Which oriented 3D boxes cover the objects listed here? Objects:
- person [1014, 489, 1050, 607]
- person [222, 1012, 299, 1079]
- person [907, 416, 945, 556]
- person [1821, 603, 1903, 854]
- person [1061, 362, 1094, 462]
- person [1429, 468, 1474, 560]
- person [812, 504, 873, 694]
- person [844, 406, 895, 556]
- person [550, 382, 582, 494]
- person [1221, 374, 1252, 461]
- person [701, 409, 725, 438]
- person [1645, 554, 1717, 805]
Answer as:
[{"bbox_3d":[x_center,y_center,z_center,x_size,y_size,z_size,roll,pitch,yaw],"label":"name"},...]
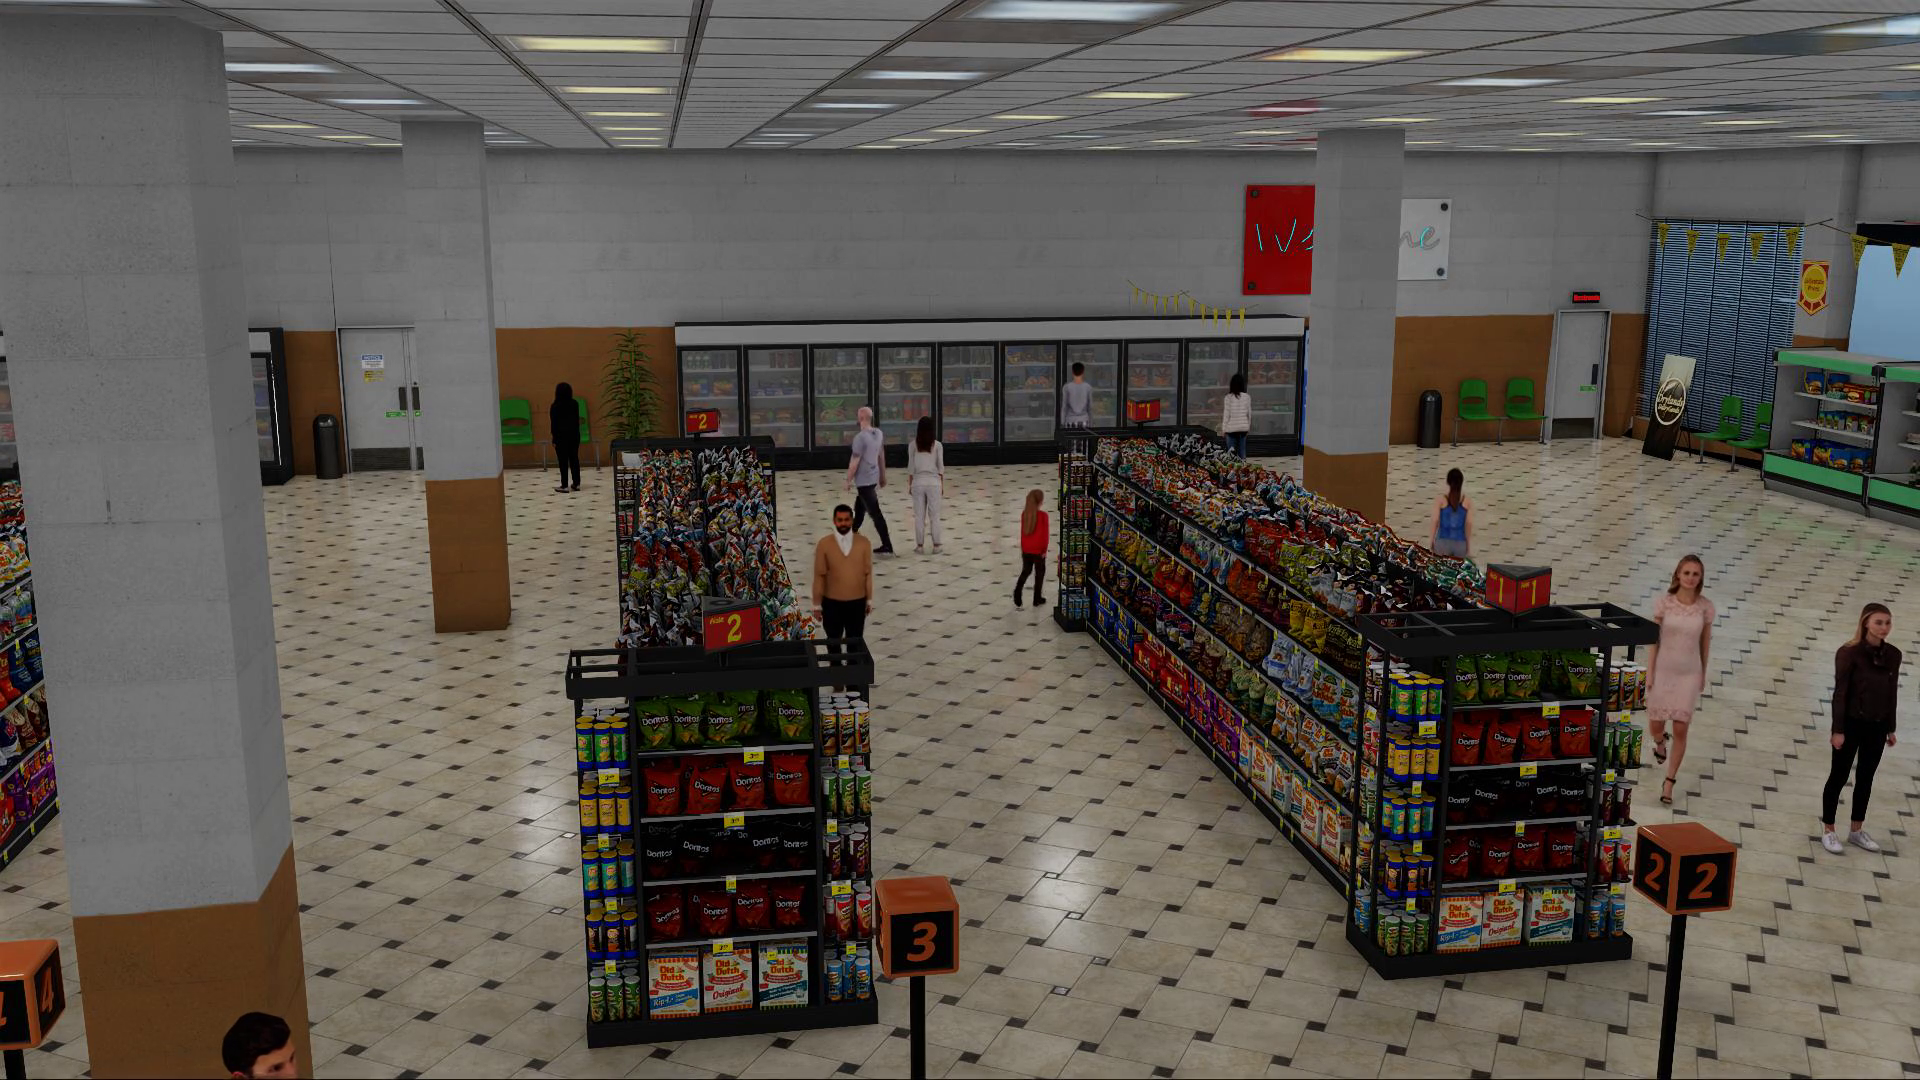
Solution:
[{"bbox_3d":[0.750,0.111,17.563,0.745,1.266,0.851,6,13,25],"label":"person"},{"bbox_3d":[-2.155,2.375,5.201,0.820,1.929,0.673,3,12,12],"label":"person"},{"bbox_3d":[-0.408,-0.669,20.244,0.644,1.688,0.614,1,12,2],"label":"person"},{"bbox_3d":[6.024,1.243,11.122,0.613,1.704,0.513,-1,12,-6],"label":"person"},{"bbox_3d":[1.765,-1.750,24.990,0.646,1.847,0.561,-1,12,-4],"label":"person"},{"bbox_3d":[4.988,0.088,16.899,0.737,1.584,1.082,1,12,4],"label":"person"},{"bbox_3d":[-1.014,0.555,14.375,0.692,1.711,1.168,-2,12,-8],"label":"person"},{"bbox_3d":[-1.054,-0.669,20.013,1.234,1.782,1.223,7,14,30],"label":"person"},{"bbox_3d":[-5.782,-1.514,24.430,0.819,1.616,0.769,10,15,38],"label":"person"},{"bbox_3d":[4.200,-1.709,25.309,0.647,1.636,0.581,-4,12,-17],"label":"person"},{"bbox_3d":[-3.067,-0.847,21.133,0.855,1.670,1.019,-6,13,-28],"label":"person"},{"bbox_3d":[5.190,0.984,12.082,0.850,1.817,1.003,4,13,19],"label":"person"}]
